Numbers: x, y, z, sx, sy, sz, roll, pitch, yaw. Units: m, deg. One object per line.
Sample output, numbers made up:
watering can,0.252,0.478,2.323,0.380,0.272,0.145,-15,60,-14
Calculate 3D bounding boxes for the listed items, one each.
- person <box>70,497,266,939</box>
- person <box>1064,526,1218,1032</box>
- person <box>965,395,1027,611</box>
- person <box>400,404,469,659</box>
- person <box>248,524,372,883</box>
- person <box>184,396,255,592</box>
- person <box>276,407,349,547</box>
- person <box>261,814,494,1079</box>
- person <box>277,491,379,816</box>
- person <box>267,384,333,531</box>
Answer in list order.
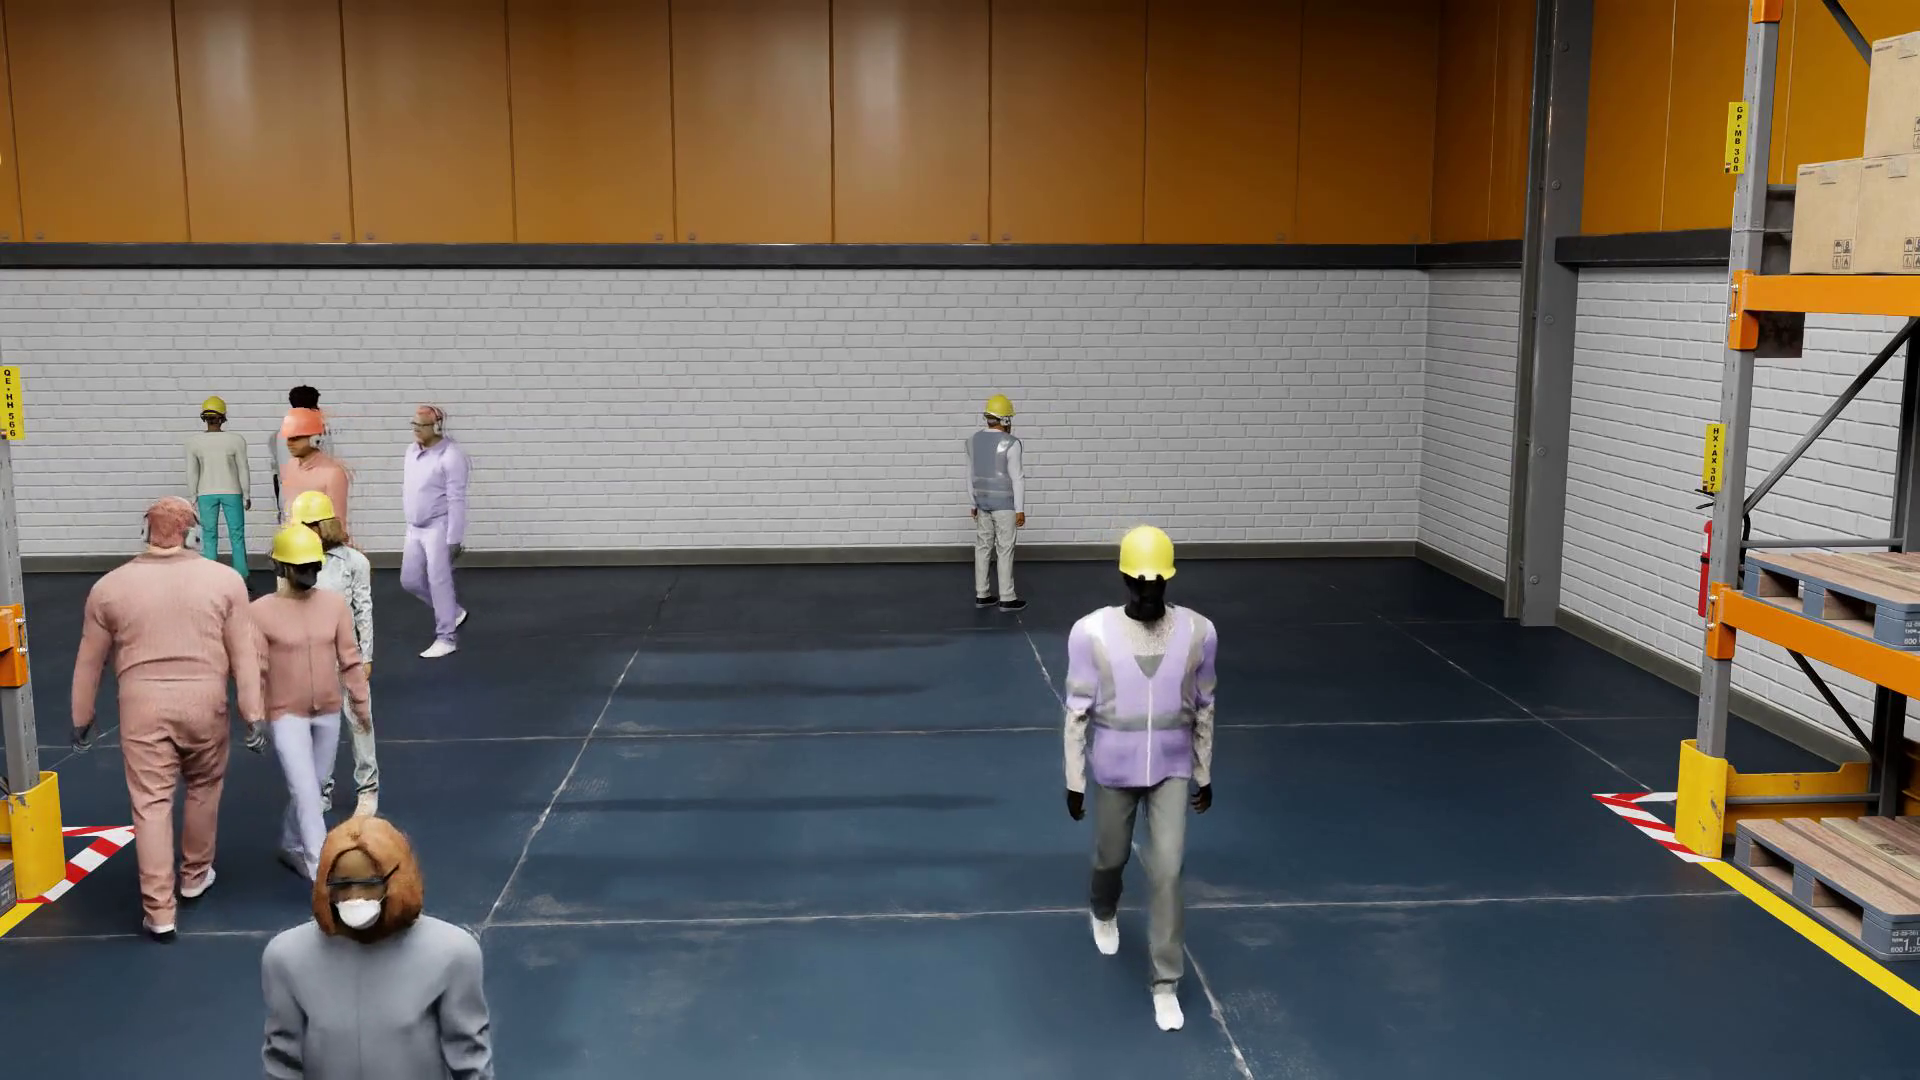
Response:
person,-3.484,0.743,7.313,0.788,1.860,0.853,-3,10,-21
person,0.699,0.858,6.561,0.597,1.897,0.900,0,9,-3
person,0.326,-0.314,14.079,0.602,1.830,0.404,8,12,41
person,-3.908,-0.072,12.383,0.664,1.887,0.464,7,11,37
person,-2.977,0.775,7.574,0.821,1.727,0.533,7,12,39
person,-6.575,-0.392,14.777,0.523,1.769,0.323,-2,9,-15
person,-4.272,0.121,10.891,0.651,1.975,0.548,5,10,30
person,-1.326,1.428,3.783,0.523,1.614,0.557,-2,9,-10
person,-3.286,0.604,8.625,0.485,1.736,0.313,0,9,0
person,-5.280,-0.274,13.440,0.607,1.957,0.373,3,10,20
